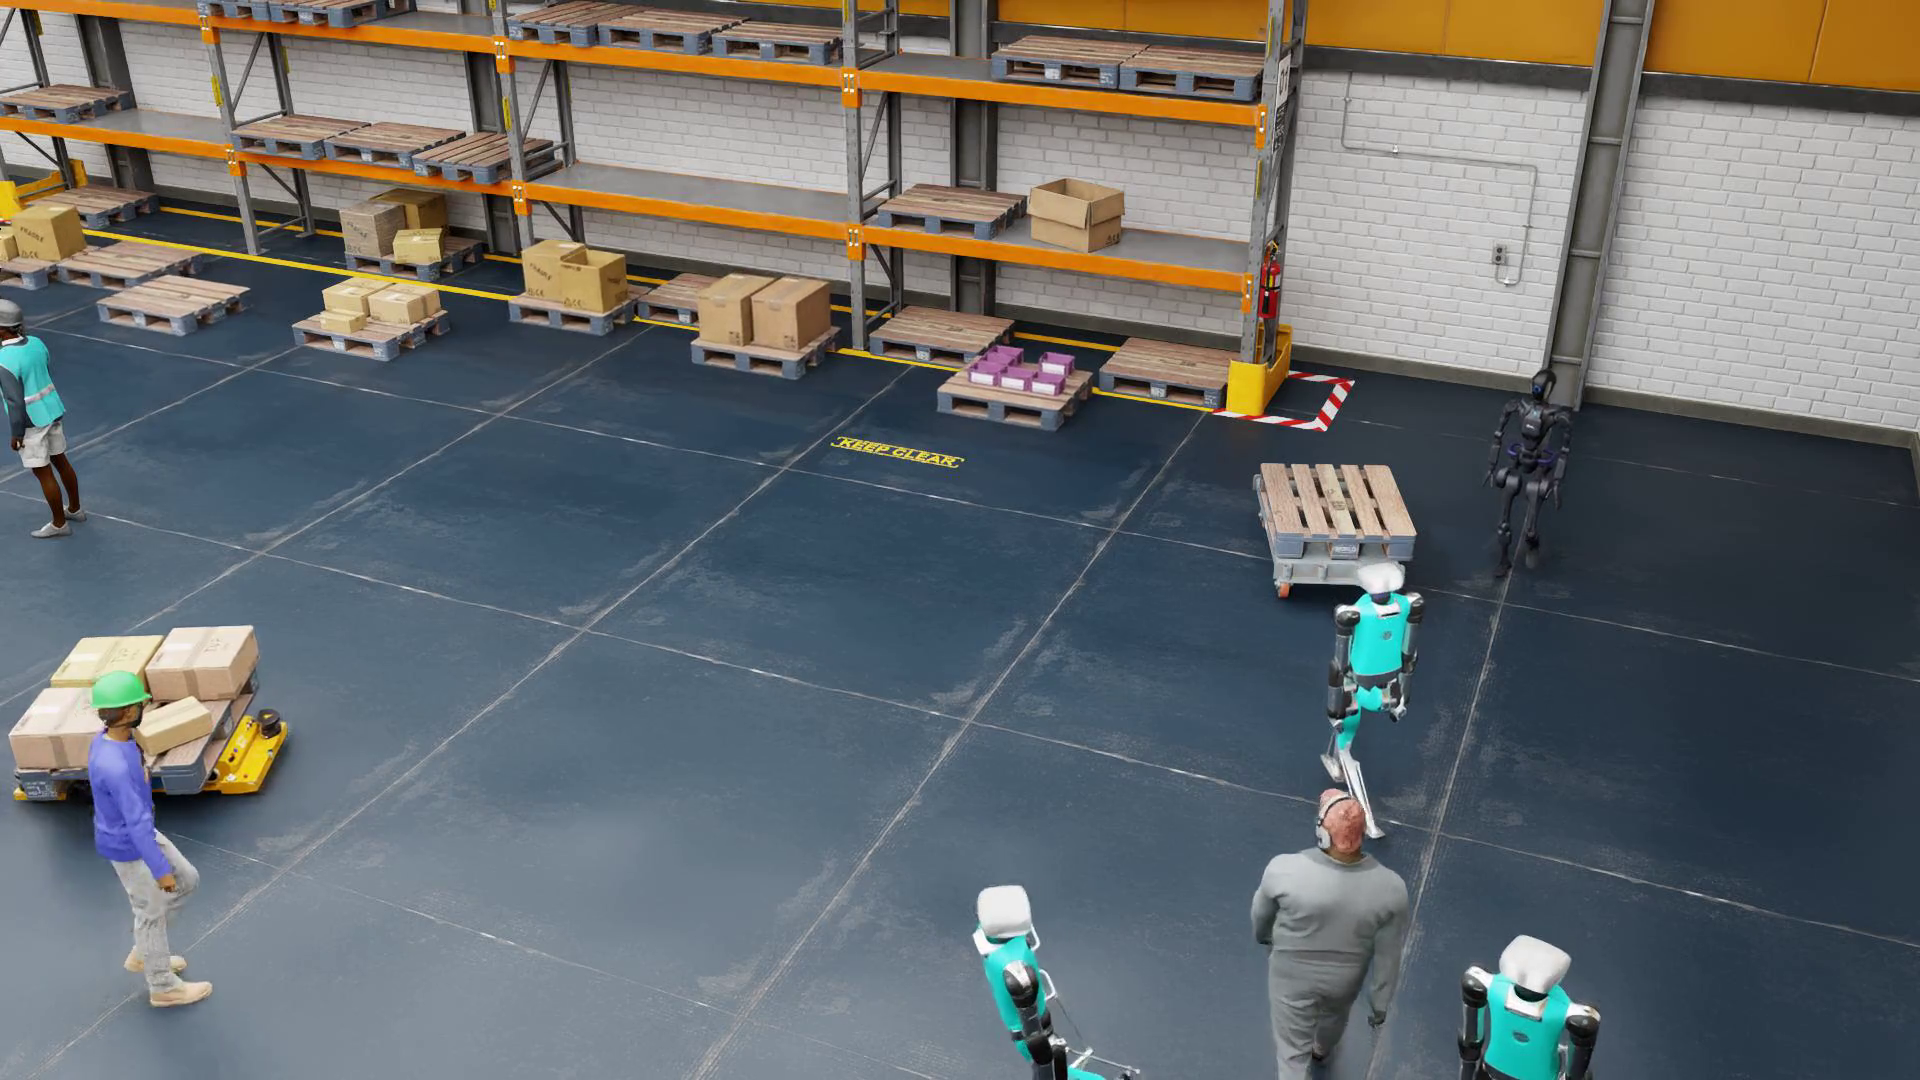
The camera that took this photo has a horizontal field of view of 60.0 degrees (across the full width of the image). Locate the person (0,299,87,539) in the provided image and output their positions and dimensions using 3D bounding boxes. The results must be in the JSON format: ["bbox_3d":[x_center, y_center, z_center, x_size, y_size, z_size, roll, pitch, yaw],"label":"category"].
[{"bbox_3d":[-7.188,-0.948,12.944,0.418,1.943,0.553,1,27,2],"label":"person"}]

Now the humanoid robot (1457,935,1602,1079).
[{"bbox_3d":[2.387,2.237,6.971,0.548,1.719,0.965,16,32,29],"label":"humanoid robot"}]

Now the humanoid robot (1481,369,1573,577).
[{"bbox_3d":[4.228,-0.514,12.389,0.616,1.642,0.407,17,32,30],"label":"humanoid robot"}]

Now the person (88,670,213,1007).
[{"bbox_3d":[-4.062,1.525,8.267,0.405,1.842,0.577,-9,29,-17],"label":"person"}]

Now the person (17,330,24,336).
[{"bbox_3d":[-9.884,-2.647,16.288,1.053,1.885,0.705,-13,30,-24],"label":"person"}]

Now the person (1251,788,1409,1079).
[{"bbox_3d":[1.625,1.895,7.550,0.627,1.828,1.049,1,27,1],"label":"person"}]

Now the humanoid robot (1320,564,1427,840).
[{"bbox_3d":[2.295,0.843,9.726,0.556,1.755,1.046,-7,28,-12],"label":"humanoid robot"}]

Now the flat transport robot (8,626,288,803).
[{"bbox_3d":[-5.013,1.339,10.334,1.431,0.231,0.659,-2,27,-4],"label":"flat transport robot"}]

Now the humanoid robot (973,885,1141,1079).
[{"bbox_3d":[0.481,2.144,7.163,0.952,1.711,0.576,-8,28,-15],"label":"humanoid robot"}]
